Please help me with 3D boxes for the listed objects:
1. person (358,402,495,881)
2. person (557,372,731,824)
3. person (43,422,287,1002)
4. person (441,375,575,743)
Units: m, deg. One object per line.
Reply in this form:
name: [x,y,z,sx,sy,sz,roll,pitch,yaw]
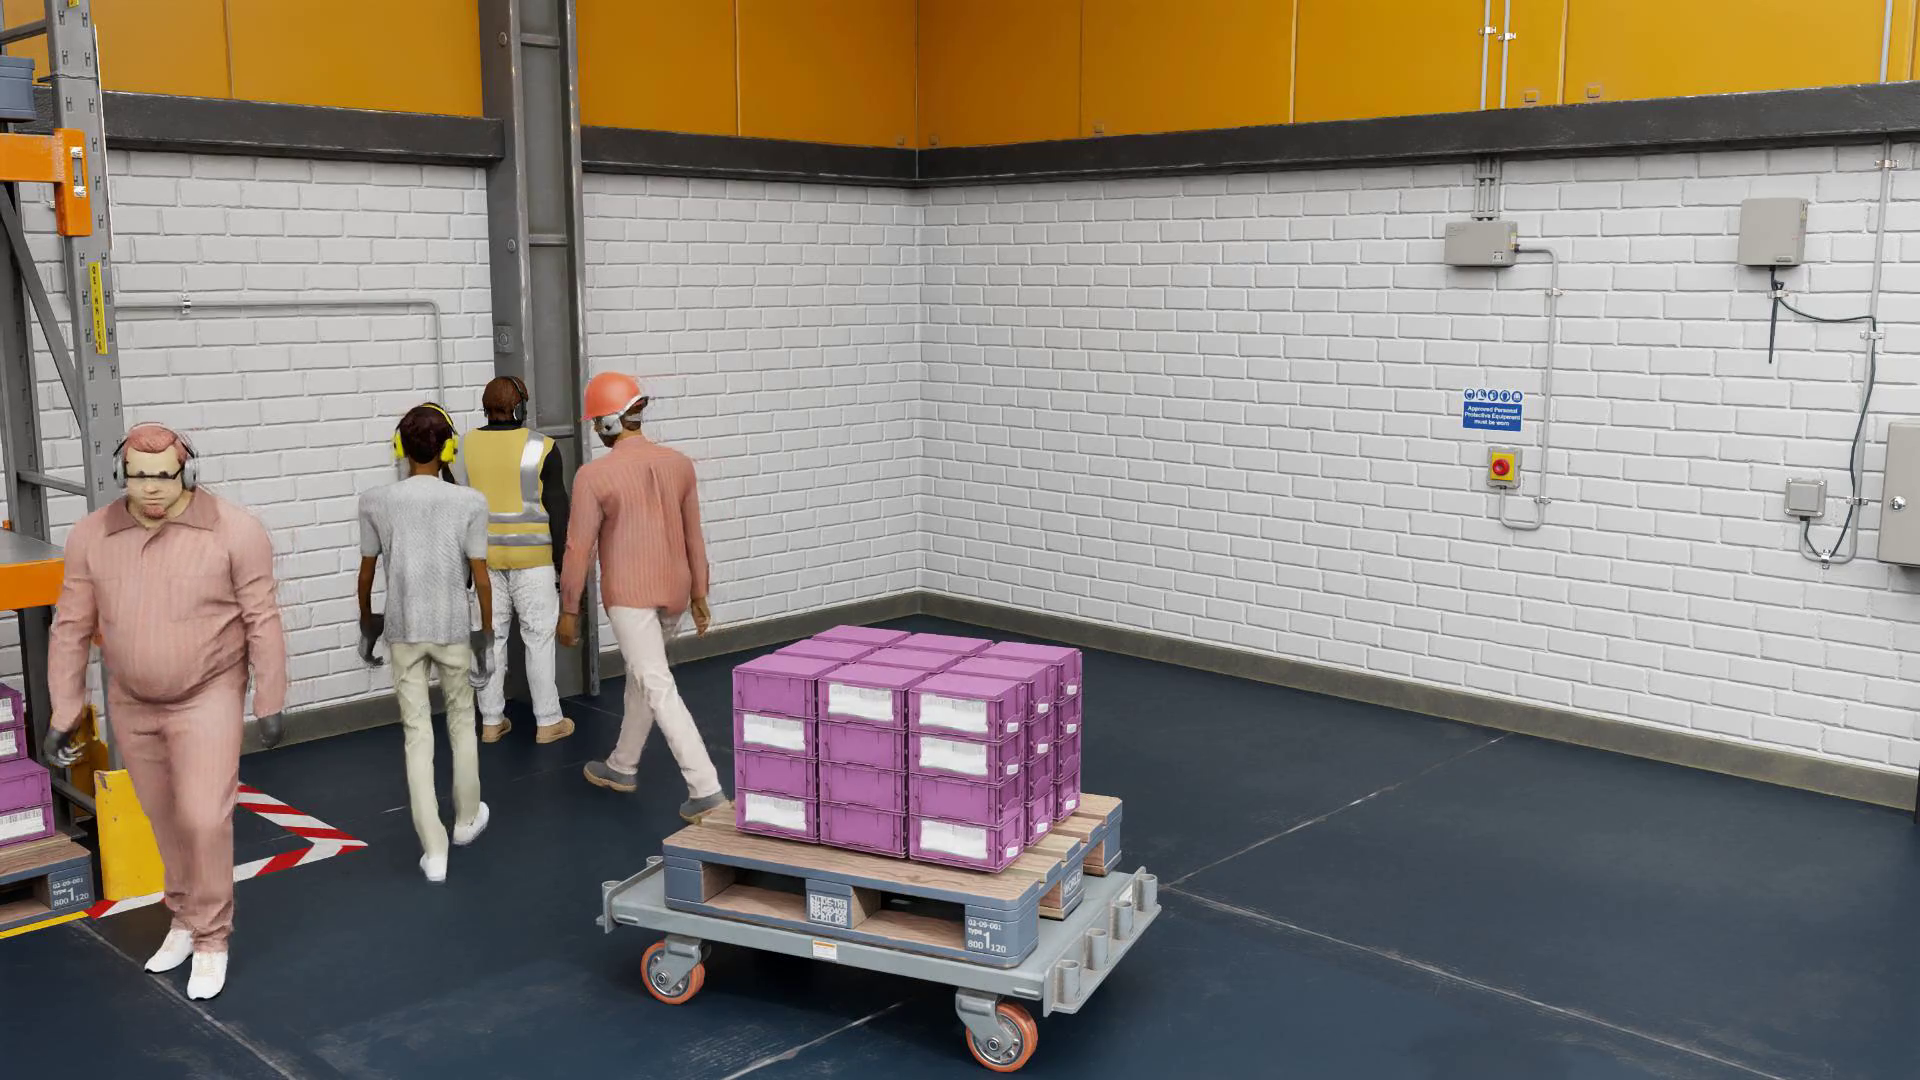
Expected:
person: [-2.120,0.381,6.616,0.531,1.841,0.789,-2,10,-15]
person: [-1.353,0.248,7.169,1.018,1.938,0.662,8,12,40]
person: [-2.588,0.552,5.420,0.683,1.870,0.676,0,9,1]
person: [-2.224,0.103,8.290,0.627,1.844,0.429,1,9,6]
